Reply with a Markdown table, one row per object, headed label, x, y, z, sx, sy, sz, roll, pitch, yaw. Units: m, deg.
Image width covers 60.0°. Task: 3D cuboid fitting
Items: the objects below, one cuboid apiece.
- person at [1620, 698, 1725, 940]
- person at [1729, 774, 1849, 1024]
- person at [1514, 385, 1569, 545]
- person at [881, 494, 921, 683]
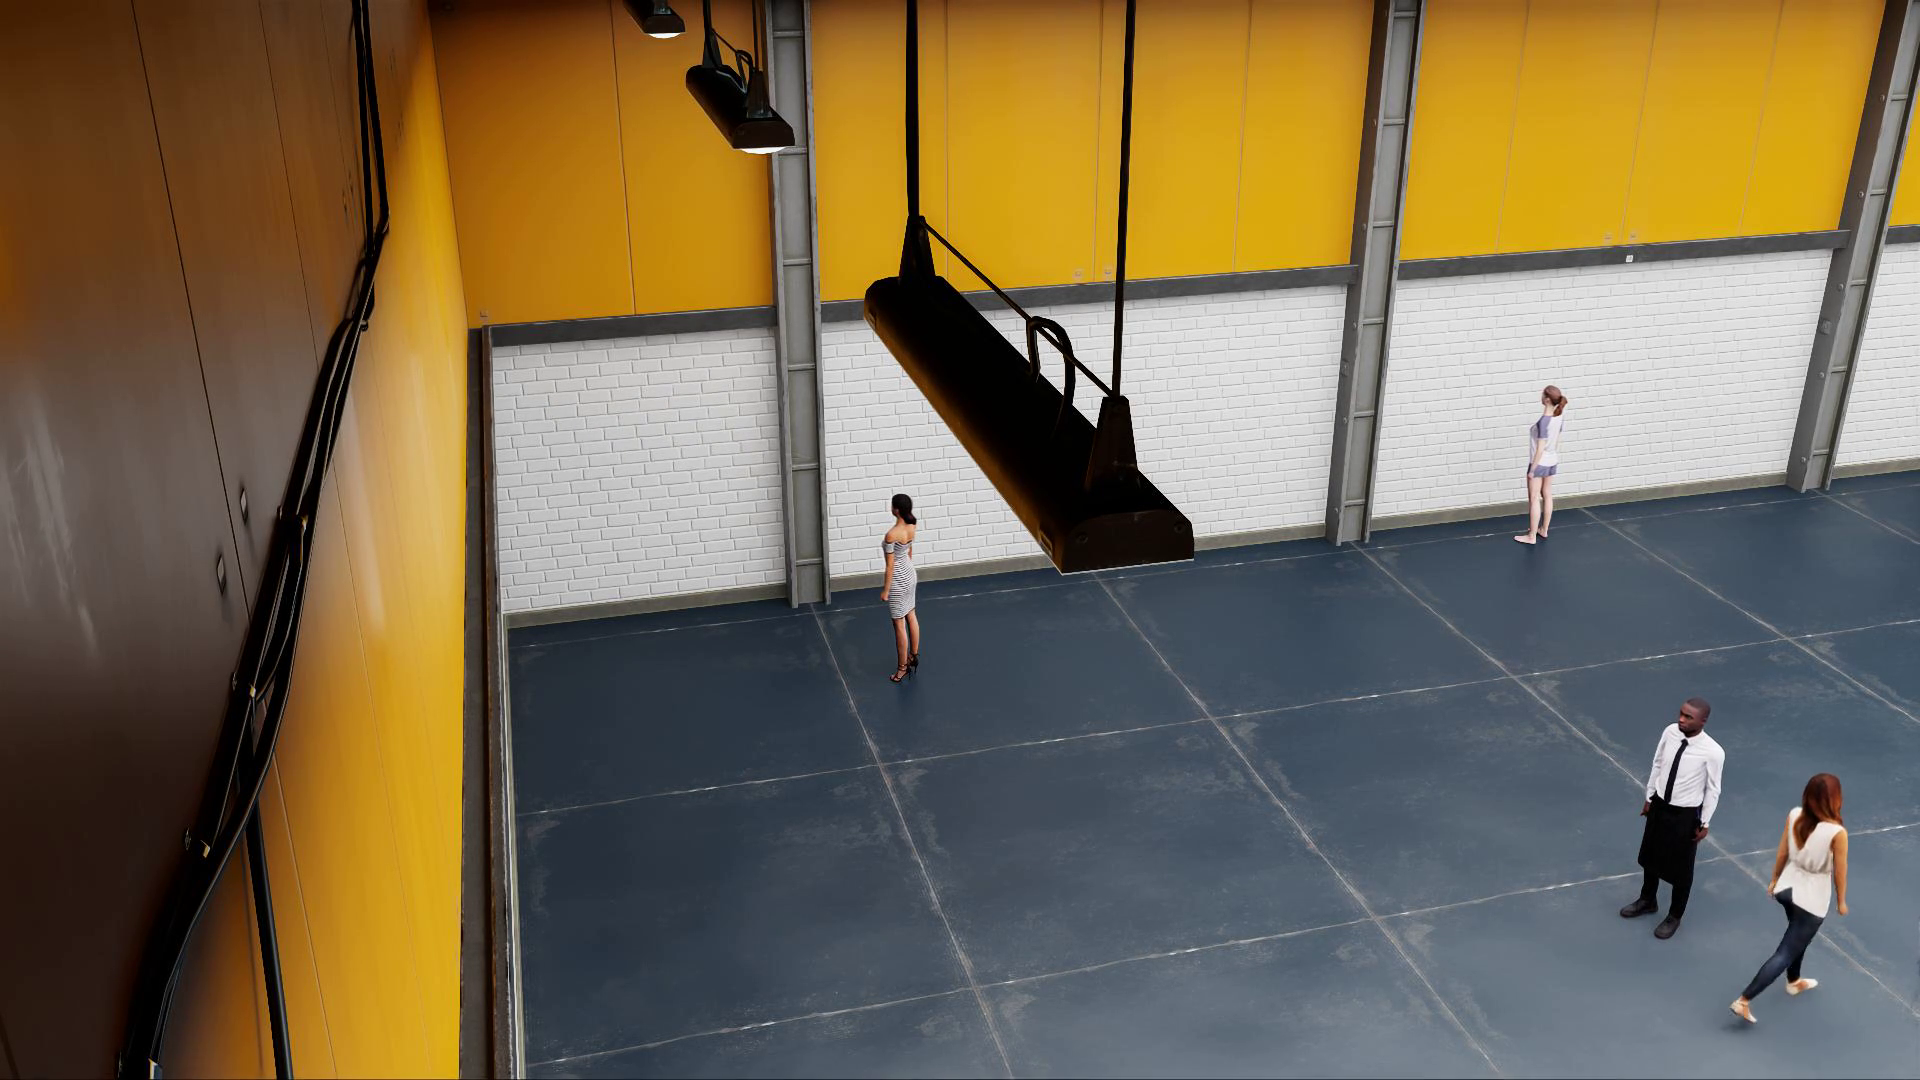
| label | x | y | z | sx | sy | sz | roll | pitch | yaw |
| --- | --- | --- | --- | --- | --- | --- | --- | --- | --- |
| person | 5.020 | 1.910 | 11.623 | 0.630 | 1.835 | 0.702 | -14 | 27 | -29 |
| person | 5.374 | 2.344 | 10.727 | 1.109 | 1.756 | 0.665 | -8 | 25 | -18 |
| person | 6.293 | -0.823 | 17.960 | 0.614 | 1.766 | 0.722 | -18 | 30 | -36 |
| person | -0.519 | 0.420 | 15.053 | 0.730 | 1.817 | 0.675 | 12 | 26 | 26 |
